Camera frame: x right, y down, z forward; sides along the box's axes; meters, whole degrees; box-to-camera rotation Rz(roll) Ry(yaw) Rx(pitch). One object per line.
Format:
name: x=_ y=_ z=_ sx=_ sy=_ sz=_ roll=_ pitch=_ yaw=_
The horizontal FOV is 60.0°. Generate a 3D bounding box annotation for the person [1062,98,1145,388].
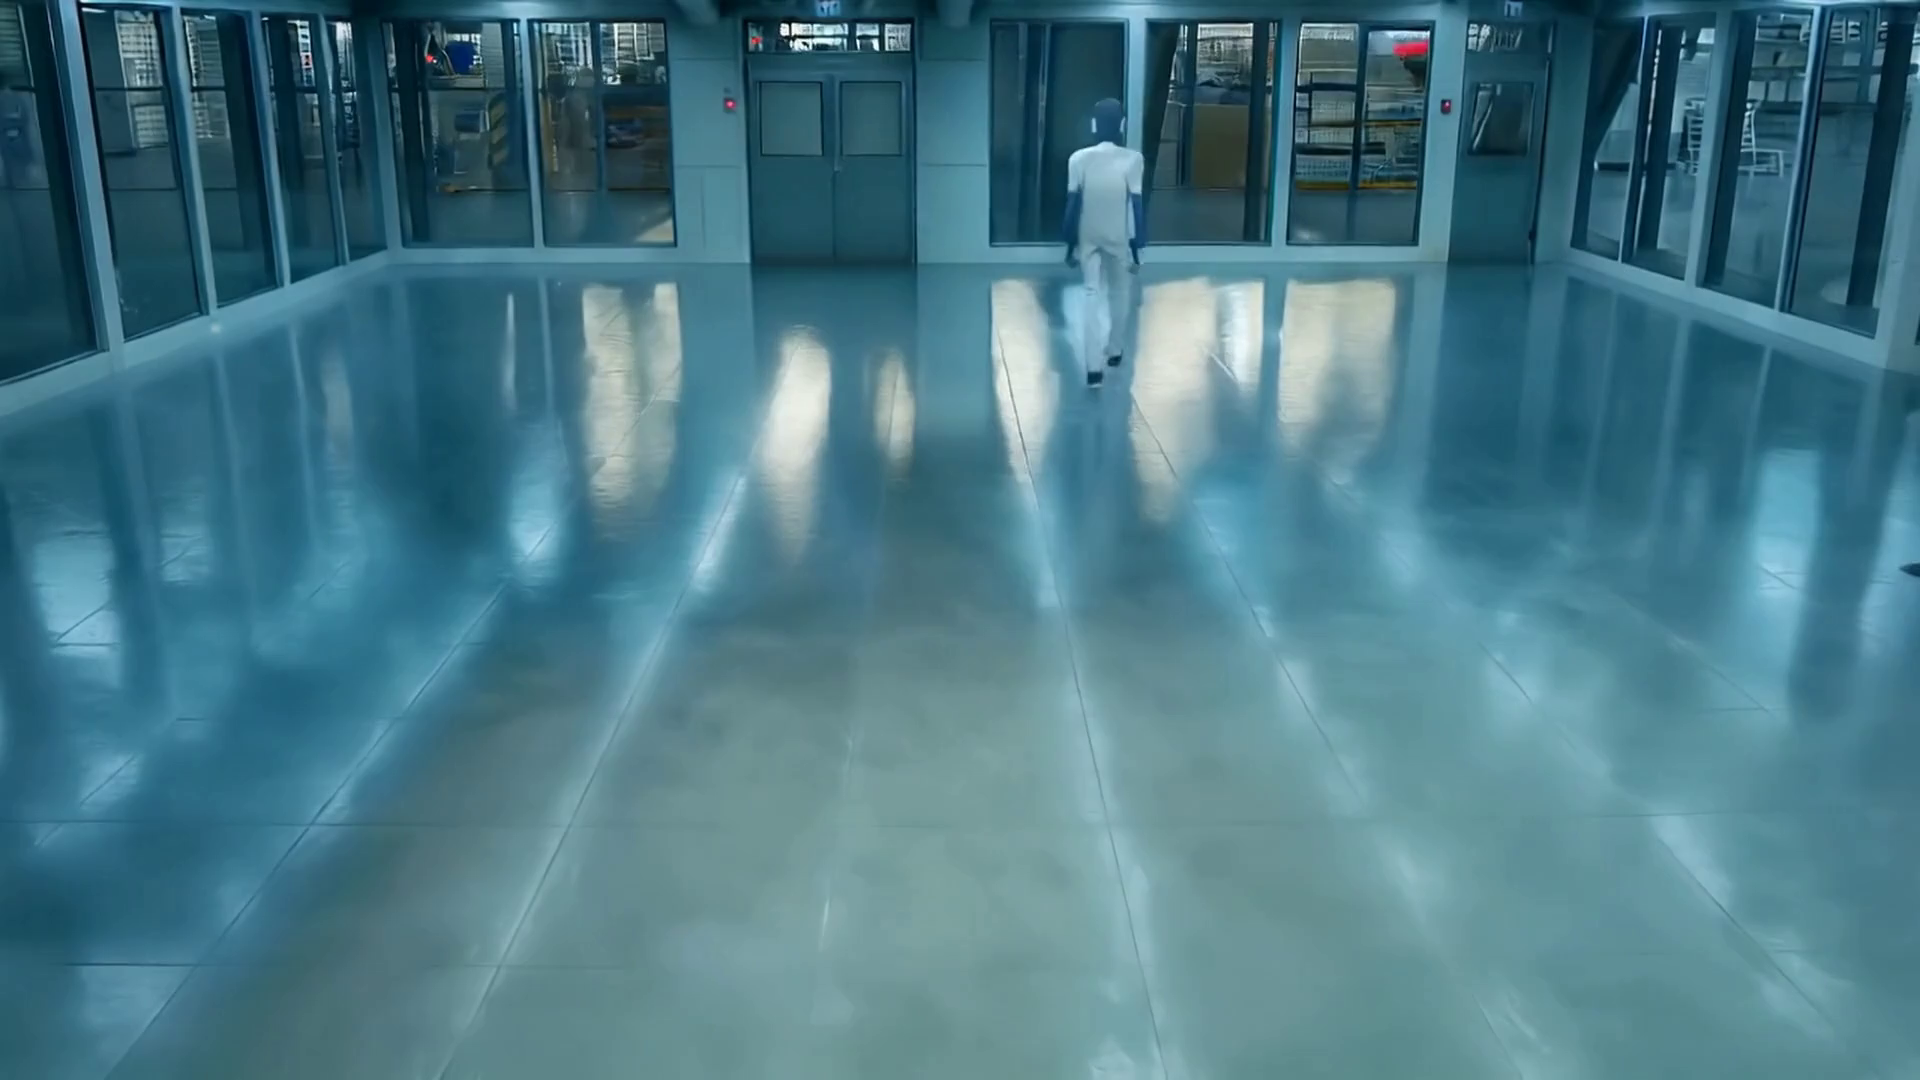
person: x=0.945 y=-1.958 z=10.922 sx=0.551 sy=1.817 sz=0.961 roll=2 pitch=17 yaw=8

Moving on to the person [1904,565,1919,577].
person: x=4.017 y=-0.572 z=6.529 sx=0.275 sy=1.631 sz=0.507 roll=4 pitch=17 yaw=13
